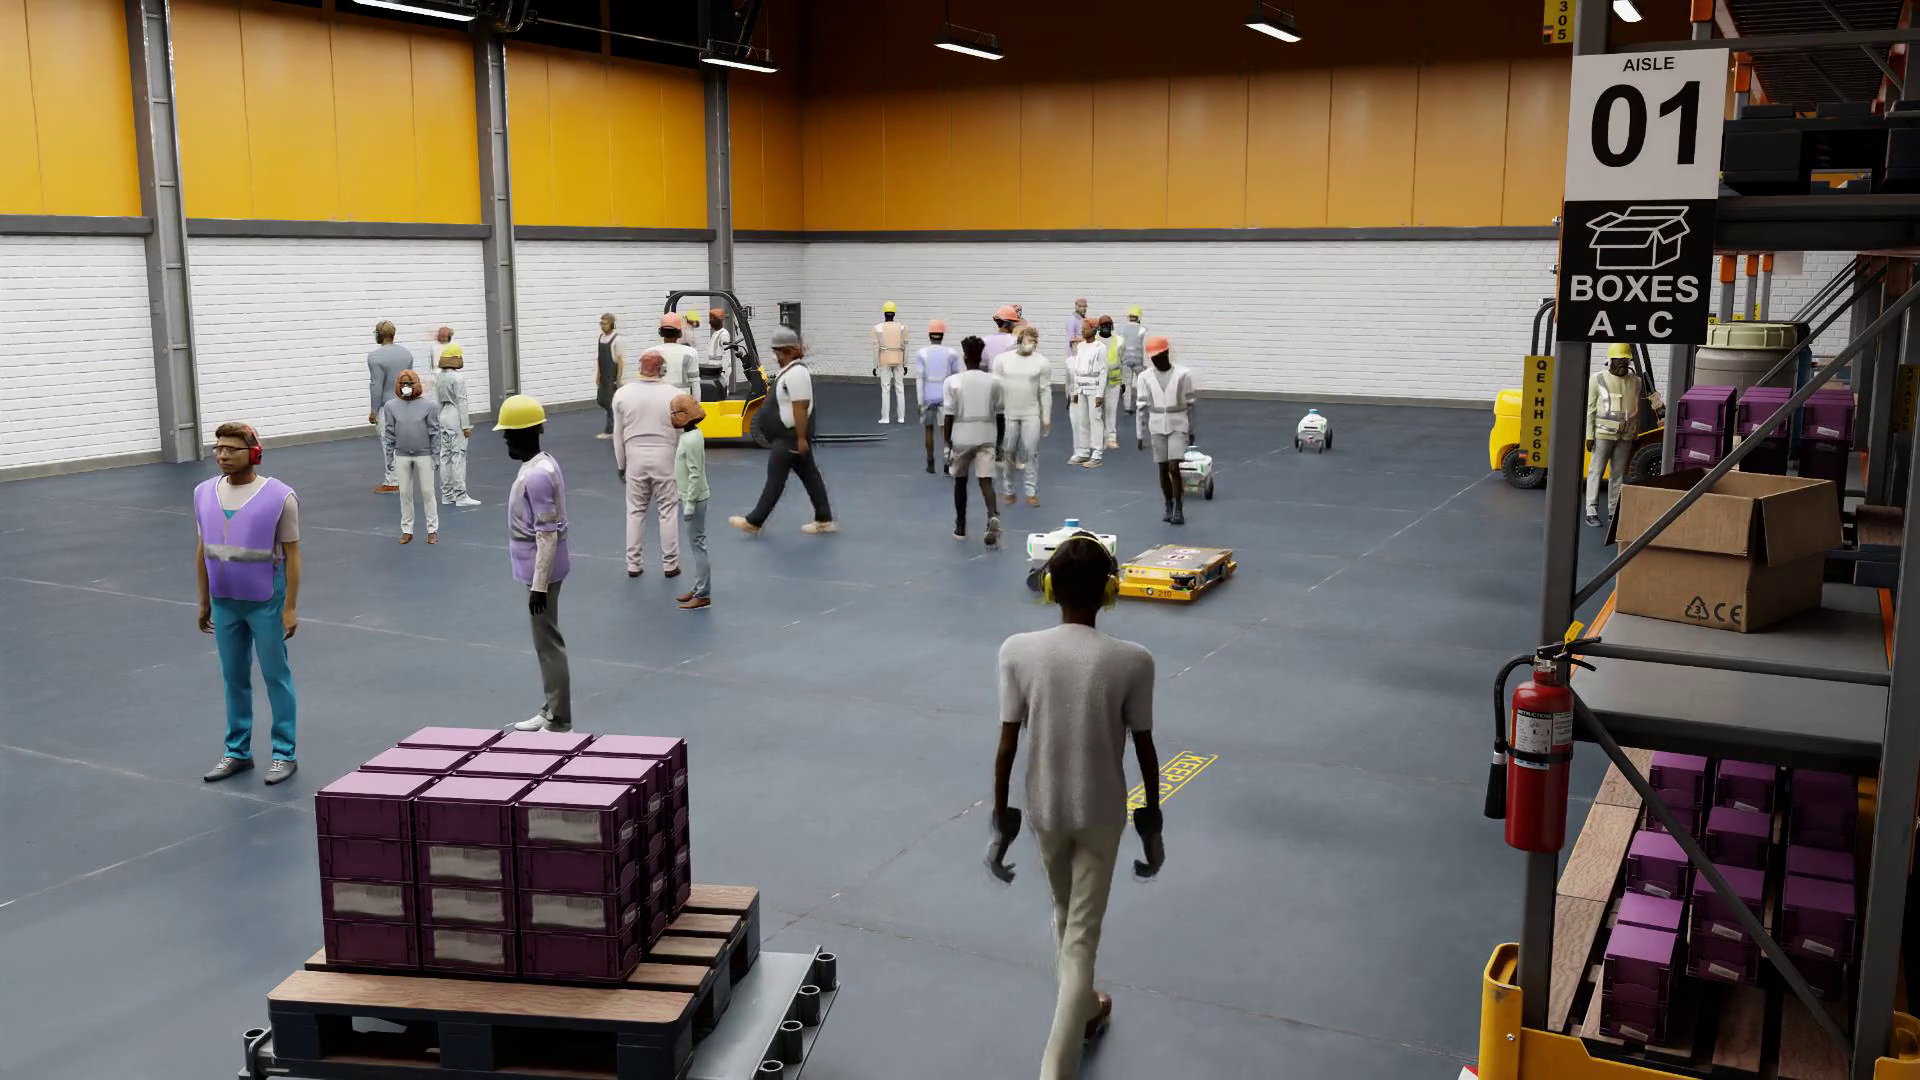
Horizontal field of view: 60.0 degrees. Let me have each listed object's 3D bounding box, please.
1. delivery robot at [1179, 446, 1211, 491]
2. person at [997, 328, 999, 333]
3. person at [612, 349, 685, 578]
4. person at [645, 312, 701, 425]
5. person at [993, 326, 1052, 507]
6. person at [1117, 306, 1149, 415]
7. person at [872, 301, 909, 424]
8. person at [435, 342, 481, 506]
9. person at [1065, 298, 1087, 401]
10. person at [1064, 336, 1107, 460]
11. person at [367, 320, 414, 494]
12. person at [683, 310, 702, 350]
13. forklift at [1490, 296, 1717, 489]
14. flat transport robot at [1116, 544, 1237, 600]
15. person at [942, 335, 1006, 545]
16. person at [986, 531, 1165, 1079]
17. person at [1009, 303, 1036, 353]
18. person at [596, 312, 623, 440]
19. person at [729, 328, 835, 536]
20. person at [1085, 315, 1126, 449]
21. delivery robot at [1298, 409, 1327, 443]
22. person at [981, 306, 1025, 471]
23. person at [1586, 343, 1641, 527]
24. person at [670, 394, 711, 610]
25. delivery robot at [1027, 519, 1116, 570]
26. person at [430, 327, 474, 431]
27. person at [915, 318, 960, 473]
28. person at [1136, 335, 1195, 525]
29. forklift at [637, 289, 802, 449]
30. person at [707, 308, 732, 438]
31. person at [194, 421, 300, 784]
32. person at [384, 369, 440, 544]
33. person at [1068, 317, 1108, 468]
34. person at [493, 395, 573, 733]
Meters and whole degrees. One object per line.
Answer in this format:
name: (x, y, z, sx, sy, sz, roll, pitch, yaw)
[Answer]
delivery robot: (2.571, -0.795, 18.356, 0.477, 0.478, 0.707, 3, 10, 15)
person: (0.906, -3.354, 30.239, 0.620, 1.672, 0.316, -7, 12, -36)
person: (-2.542, -0.627, 13.776, 0.634, 1.901, 0.405, 0, 10, 0)
person: (-3.138, -1.459, 18.169, 0.615, 2.043, 0.373, -1, 10, -8)
person: (0.654, -1.293, 17.685, 0.657, 1.937, 0.401, 0, 10, 2)
person: (2.903, -2.981, 27.645, 0.601, 1.814, 0.585, 4, 11, 23)
person: (-1.096, -2.781, 26.154, 0.585, 1.928, 0.379, -3, 10, -16)
person: (-5.381, -1.234, 17.738, 0.487, 1.744, 0.295, 8, 13, 40)
person: (2.077, -3.219, 28.764, 0.399, 1.904, 0.644, 6, 12, 32)
person: (1.651, -1.858, 21.685, 0.553, 1.617, 0.594, 7, 12, 36)
person: (-6.380, -1.485, 18.627, 0.372, 1.939, 0.631, 4, 11, 22)
person: (-4.466, -2.924, 27.502, 0.439, 1.749, 0.544, -2, 10, -9)
forklift: (7.296, -1.677, 18.993, 2.313, 2.155, 1.214, 5, 11, 27)
flat transport robot: (1.746, 0.242, 13.446, 0.652, 0.197, 1.431, 4, 11, 23)
person: (0.148, -0.917, 15.366, 0.612, 1.941, 0.853, -2, 10, -12)
person: (0.373, 0.883, 5.276, 0.536, 1.830, 0.996, 3, 10, 19)
person: (0.863, -2.756, 26.095, 0.652, 1.899, 0.402, 5, 11, 25)
person: (-5.041, -2.374, 24.073, 0.538, 1.833, 0.587, 9, 13, 42)
person: (-1.678, -1.053, 15.827, 1.029, 2.000, 0.703, -1, 10, -5)
person: (1.979, -2.161, 22.819, 0.634, 1.841, 0.429, -1, 10, -7)
delivery robot: (4.806, -1.536, 22.650, 0.477, 0.478, 0.707, 3, 10, 15)
person: (0.548, -1.861, 20.511, 0.607, 2.039, 0.395, 7, 12, 34)
person: (6.432, -1.043, 16.369, 0.586, 1.833, 0.403, -2, 10, -11)
person: (-2.036, -0.292, 12.597, 0.279, 1.633, 0.497, -2, 10, -9)
delivery robot: (0.892, 0.075, 13.325, 0.707, 0.478, 0.477, 1, 10, 5)
person: (-7.621, -2.343, 24.600, 0.527, 1.591, 0.878, 3, 10, 18)
person: (-0.256, -1.716, 20.081, 0.554, 1.914, 0.757, -2, 10, -9)
person: (2.027, -1.087, 16.470, 0.552, 1.883, 0.660, 3, 10, 18)
forklift: (-3.358, -2.392, 23.136, 2.313, 2.155, 1.214, -1, 10, -5)
person: (-3.508, -2.421, 24.207, 0.355, 1.883, 0.576, -4, 11, -23)
person: (-3.610, 0.314, 8.466, 0.564, 1.850, 0.390, 2, 10, 10)
person: (-5.047, -0.763, 15.357, 0.501, 1.626, 0.282, -1, 10, -4)
person: (1.621, -1.857, 20.933, 0.355, 1.885, 0.574, -6, 12, -32)
person: (-2.323, 0.168, 9.091, 0.375, 1.922, 0.594, -3, 10, -15)
